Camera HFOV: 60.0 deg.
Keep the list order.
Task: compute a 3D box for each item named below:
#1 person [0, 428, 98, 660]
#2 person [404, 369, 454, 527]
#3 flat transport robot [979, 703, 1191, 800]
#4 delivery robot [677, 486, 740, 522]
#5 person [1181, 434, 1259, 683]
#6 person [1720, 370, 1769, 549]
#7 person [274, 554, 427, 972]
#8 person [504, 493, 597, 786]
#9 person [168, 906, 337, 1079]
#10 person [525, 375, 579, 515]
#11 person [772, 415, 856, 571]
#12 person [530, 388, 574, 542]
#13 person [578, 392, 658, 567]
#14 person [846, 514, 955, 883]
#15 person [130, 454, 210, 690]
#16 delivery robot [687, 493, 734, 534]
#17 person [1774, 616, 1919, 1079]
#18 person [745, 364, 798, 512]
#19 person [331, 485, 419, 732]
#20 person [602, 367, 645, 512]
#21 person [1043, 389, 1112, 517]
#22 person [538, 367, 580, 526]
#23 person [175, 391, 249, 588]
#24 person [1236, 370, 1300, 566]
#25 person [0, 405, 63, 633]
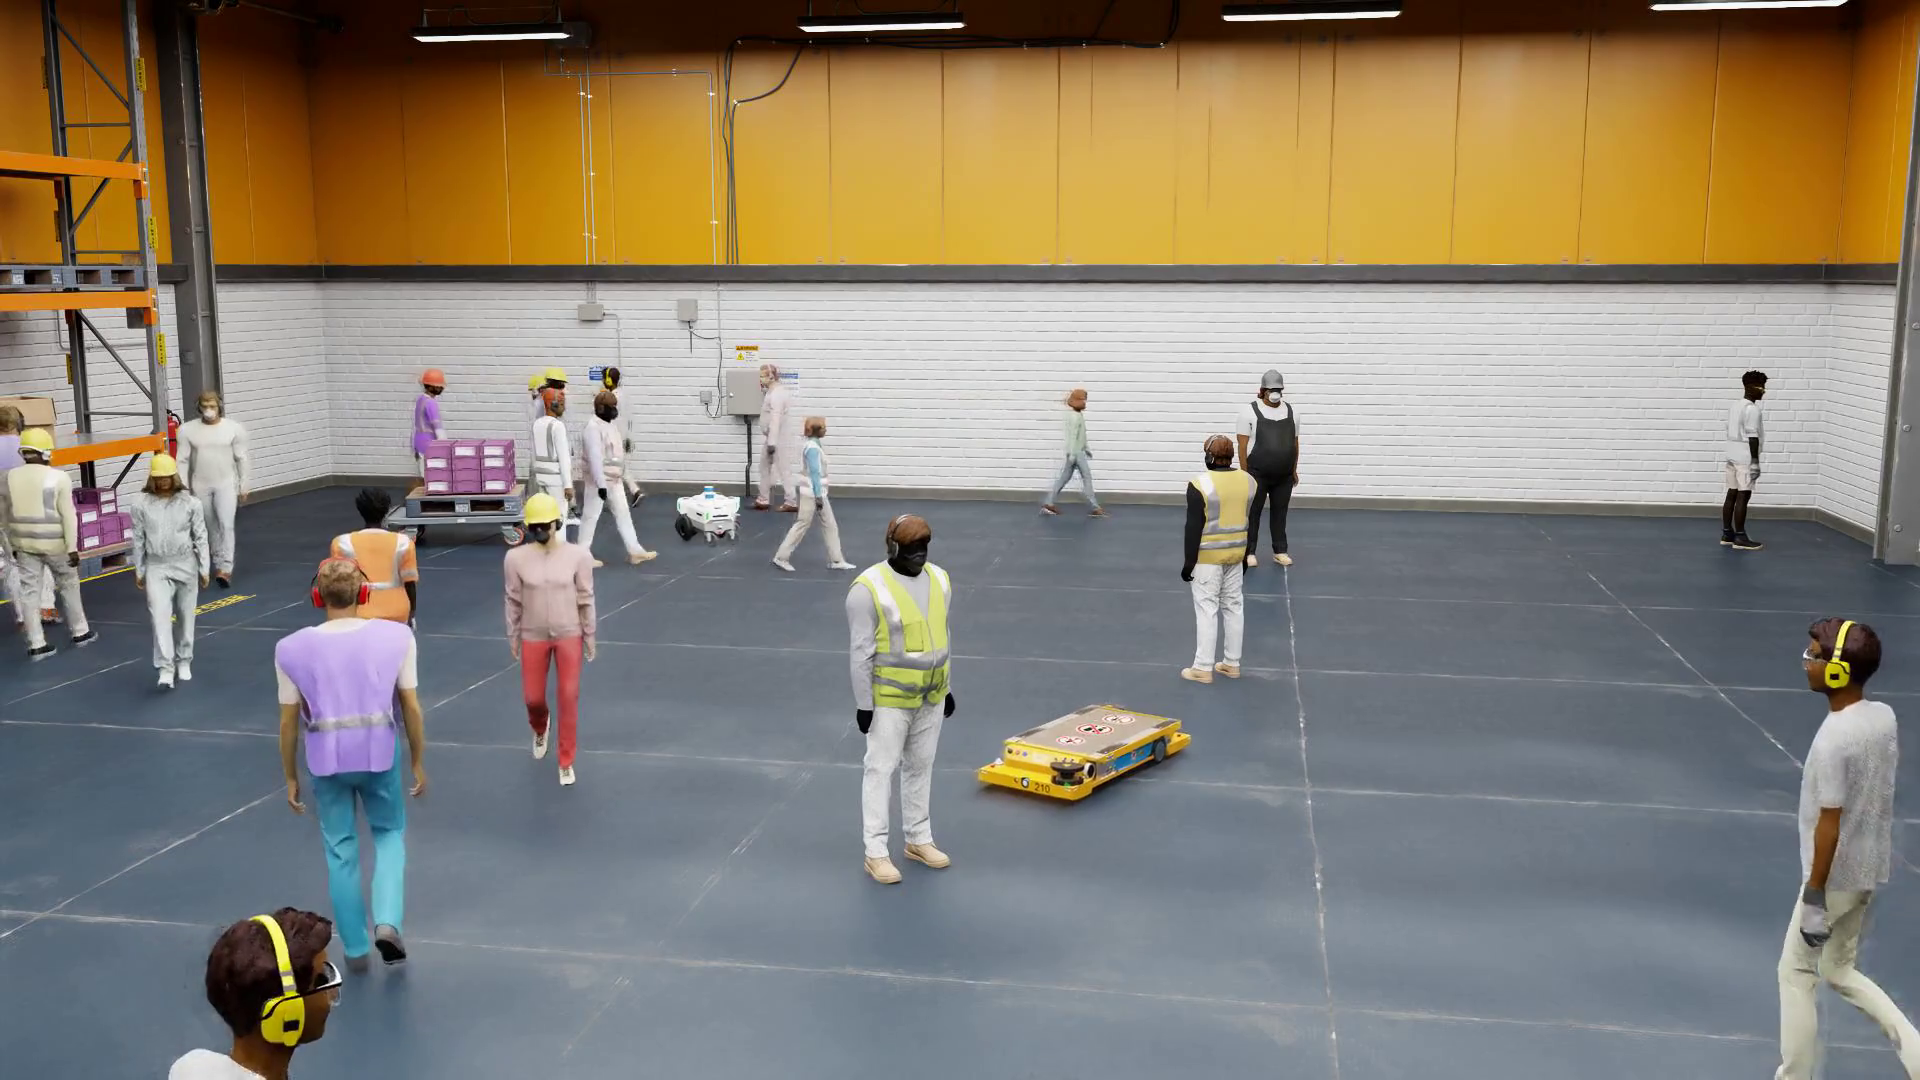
[{"bbox_3d":[-7.238,0.009,13.235,0.626,1.800,0.807,0,9,-1],"label":"person"},{"bbox_3d":[-6.213,-1.091,19.807,0.952,1.887,0.569,-5,10,-28],"label":"person"},{"bbox_3d":[0.791,1.268,10.173,0.652,0.197,1.431,7,11,35],"label":"flat transport robot"},{"bbox_3d":[-2.900,-0.378,19.220,0.707,0.478,0.477,-1,9,-5],"label":"delivery robot"},{"bbox_3d":[1.897,0.137,12.340,0.628,1.843,0.429,-6,11,-31],"label":"person"},{"bbox_3d":[8.636,-0.887,18.312,0.373,1.962,0.605,0,9,2],"label":"person"},{"bbox_3d":[-2.607,0.973,7.154,0.589,1.835,0.436,-4,10,-22],"label":"person"},{"bbox_3d":[-2.437,0.571,9.939,0.525,1.749,0.495,-2,9,-12],"label":"person"},{"bbox_3d":[-1.289,1.605,3.299,0.571,1.815,0.965,9,13,43],"label":"person"},{"bbox_3d":[-5.117,-1.155,20.587,0.953,1.775,0.635,6,11,34],"label":"person"},{"bbox_3d":[-1.516,-0.470,16.844,0.835,1.601,0.527,0,9,0],"label":"person"},{"bbox_3d":[-4.047,-0.573,16.604,0.354,1.886,0.573,-9,13,-44],"label":"person"},{"bbox_3d":[-3.553,-0.603,17.039,0.907,1.801,0.653,2,9,10],"label":"person"},{"bbox_3d":[-0.267,0.780,8.355,0.634,1.839,0.429,-8,12,-41],"label":"person"},{"bbox_3d":[-5.732,0.237,12.105,0.508,1.701,0.848,-4,10,-26],"label":"person"},{"bbox_3d":[-2.802,-0.284,18.639,0.477,0.478,0.707,-5,10,-27],"label":"delivery robot"},{"bbox_3d":[3.119,1.193,5.775,0.520,1.846,0.673,-7,11,-37],"label":"person"},{"bbox_3d":[-2.420,-1.270,20.953,0.798,1.871,0.670,-2,9,-10],"label":"person"},{"bbox_3d":[-3.712,0.497,10.612,0.541,1.677,0.642,-5,10,-27],"label":"person"},{"bbox_3d":[-4.310,-1.255,20.966,0.448,1.855,0.511,3,10,19],"label":"person"},{"bbox_3d":[1.437,-1.086,20.682,0.846,1.594,0.499,1,9,3],"label":"person"},{"bbox_3d":[-4.868,-1.121,19.964,0.614,1.893,0.605,-3,10,-19],"label":"person"},{"bbox_3d":[-7.225,-0.489,16.073,0.640,1.881,1.025,-2,9,-12],"label":"person"},{"bbox_3d":[3.218,-0.742,17.174,0.682,2.000,0.537,-2,9,-12],"label":"person"},{"bbox_3d":[-7.955,-0.183,14.084,0.645,1.913,0.572,-1,9,-6],"label":"person"}]
